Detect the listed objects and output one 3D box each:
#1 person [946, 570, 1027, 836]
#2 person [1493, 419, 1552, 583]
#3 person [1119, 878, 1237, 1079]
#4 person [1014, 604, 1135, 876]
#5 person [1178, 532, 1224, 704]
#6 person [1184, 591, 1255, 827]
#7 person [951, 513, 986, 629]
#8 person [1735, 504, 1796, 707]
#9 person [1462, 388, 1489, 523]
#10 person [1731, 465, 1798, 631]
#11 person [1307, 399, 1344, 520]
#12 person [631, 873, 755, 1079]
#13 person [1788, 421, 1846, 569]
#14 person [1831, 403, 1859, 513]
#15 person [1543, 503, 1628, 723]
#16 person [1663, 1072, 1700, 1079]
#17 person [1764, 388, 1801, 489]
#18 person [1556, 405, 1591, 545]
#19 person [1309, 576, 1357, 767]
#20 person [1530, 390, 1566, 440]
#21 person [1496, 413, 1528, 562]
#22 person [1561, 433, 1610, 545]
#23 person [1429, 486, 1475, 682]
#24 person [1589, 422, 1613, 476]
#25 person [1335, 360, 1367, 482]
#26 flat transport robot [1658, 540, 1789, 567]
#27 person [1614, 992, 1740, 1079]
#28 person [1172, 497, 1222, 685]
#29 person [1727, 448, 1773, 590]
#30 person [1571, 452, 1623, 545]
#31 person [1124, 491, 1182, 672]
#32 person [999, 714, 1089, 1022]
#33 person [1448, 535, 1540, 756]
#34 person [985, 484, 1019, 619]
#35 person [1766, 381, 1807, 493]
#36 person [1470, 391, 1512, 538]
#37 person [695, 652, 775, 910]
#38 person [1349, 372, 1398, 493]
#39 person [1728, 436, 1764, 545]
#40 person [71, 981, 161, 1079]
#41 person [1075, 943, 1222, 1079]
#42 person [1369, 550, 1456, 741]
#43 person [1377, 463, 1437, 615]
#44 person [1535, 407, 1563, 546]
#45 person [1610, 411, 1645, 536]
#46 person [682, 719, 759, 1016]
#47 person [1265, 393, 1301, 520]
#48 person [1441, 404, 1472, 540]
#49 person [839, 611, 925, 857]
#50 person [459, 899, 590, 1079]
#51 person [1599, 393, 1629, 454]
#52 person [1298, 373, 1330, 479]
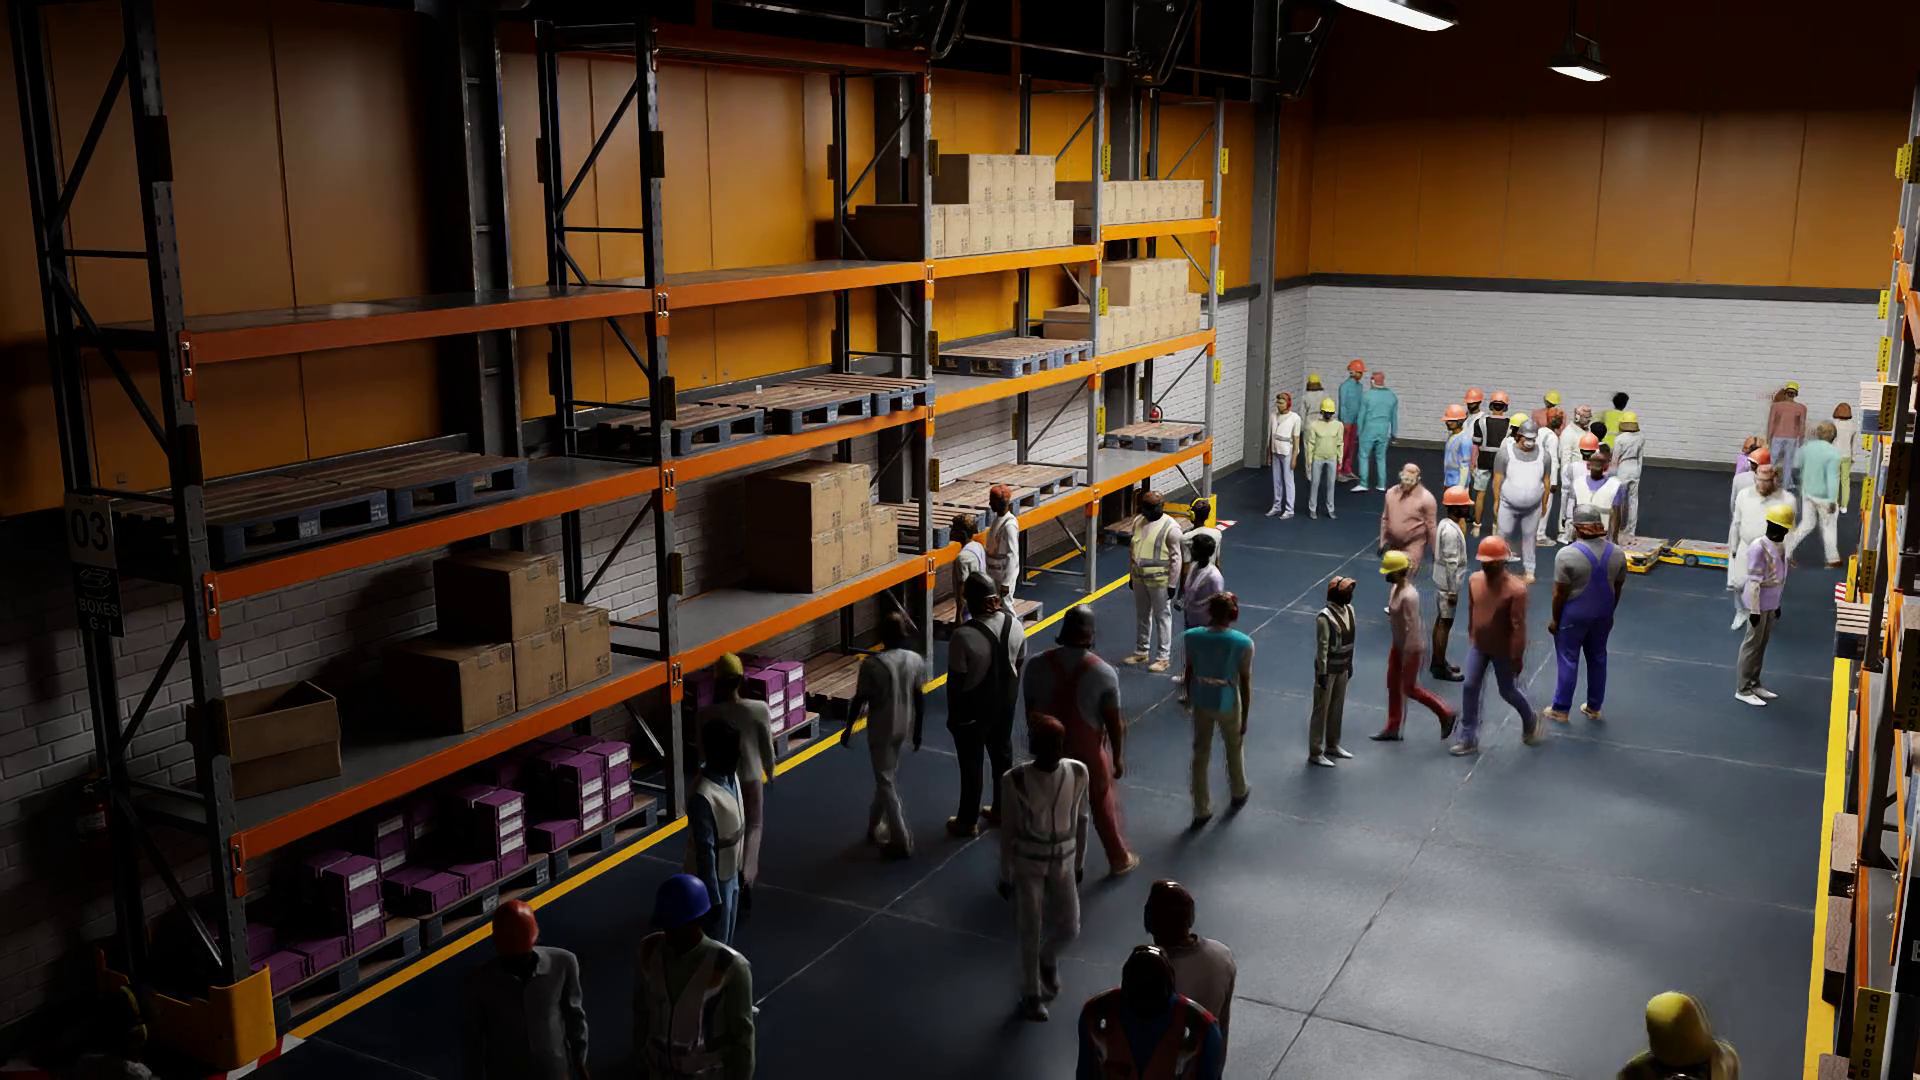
[{"bbox_3d":[0.148,1.216,12.663,0.681,2.000,0.535,-9,16,-36],"label":"person"},{"bbox_3d":[6.853,-0.487,20.289,0.684,2.000,0.537,2,13,8],"label":"person"},{"bbox_3d":[0.929,2.438,7.502,0.648,1.904,0.401,-9,16,-35],"label":"person"},{"bbox_3d":[0.829,1.405,11.820,0.868,2.000,0.580,3,13,15],"label":"person"},{"bbox_3d":[2.255,0.758,15.493,0.319,1.695,0.536,-4,13,-18],"label":"person"},{"bbox_3d":[2.036,1.269,12.963,0.571,1.808,0.901,6,14,23],"label":"person"},{"bbox_3d":[0.078,0.654,15.657,0.352,1.837,0.502,4,13,18],"label":"person"},{"bbox_3d":[7.615,0.598,15.710,0.381,1.917,0.585,12,17,43],"label":"person"},{"bbox_3d":[7.317,-1.211,23.788,0.388,1.930,0.544,-6,14,-25],"label":"person"},{"bbox_3d":[8.635,0.114,17.945,0.640,1.886,0.425,9,15,34],"label":"person"},{"bbox_3d":[5.257,-1.162,23.951,0.525,1.760,0.340,0,13,-1],"label":"person"},{"bbox_3d":[-1.214,2.412,7.515,0.602,1.949,0.395,5,14,22],"label":"person"},{"bbox_3d":[10.799,-0.556,20.965,0.896,1.892,0.695,-3,13,-12],"label":"person"},{"bbox_3d":[12.892,-1.200,24.398,0.504,1.632,0.269,-1,13,-3],"label":"person"},{"bbox_3d":[5.658,0.651,15.192,0.681,2.000,0.538,-3,13,-12],"label":"person"},{"bbox_3d":[2.471,2.780,5.892,0.365,1.939,0.636,-5,13,-21],"label":"person"},{"bbox_3d":[12.924,-1.571,26.126,0.499,1.603,0.751,-11,16,-40],"label":"person"},{"bbox_3d":[8.298,-0.874,22.364,0.653,1.896,0.400,-11,17,-40],"label":"person"},{"bbox_3d":[3.175,1.099,14.120,0.313,1.633,0.514,12,17,42],"label":"person"},{"bbox_3d":[8.851,-1.416,25.139,0.526,1.739,0.466,6,14,25],"label":"person"},{"bbox_3d":[7.121,-0.683,21.449,0.394,1.918,0.585,1,13,6],"label":"person"},{"bbox_3d":[7.394,-0.307,19.705,0.544,1.943,0.347,7,14,28],"label":"person"},{"bbox_3d":[4.861,0.419,16.455,0.352,1.942,0.545,2,13,10],"label":"person"},{"bbox_3d":[8.535,-0.738,22.247,0.545,1.672,0.390,-11,17,-40],"label":"person"},{"bbox_3d":[6.340,-1.931,26.896,0.630,1.979,0.418,-12,17,-42],"label":"person"},{"bbox_3d":[9.729,0.206,21.184,1.431,0.197,0.652,8,15,33],"label":"flat transport robot"},{"bbox_3d":[2.886,2.649,6.655,0.668,1.867,0.706,-2,13,-8],"label":"person"},{"bbox_3d":[2.310,0.501,16.252,0.514,1.872,0.328,-8,15,-33],"label":"person"},{"bbox_3d":[9.430,-0.230,19.789,0.342,1.748,0.572,-5,13,-20],"label":"person"},{"bbox_3d":[7.354,-0.133,19.225,0.576,1.817,0.860,10,16,37],"label":"person"},{"bbox_3d":[1.928,0.405,16.749,0.429,1.839,0.633,-11,16,-40],"label":"person"},{"bbox_3d":[0.498,1.930,9.867,0.581,1.872,0.438,-4,13,-16],"label":"person"},{"bbox_3d":[4.669,0.885,14.358,0.915,1.956,0.640,-9,16,-35],"label":"person"},{"bbox_3d":[0.418,0.359,16.857,0.355,1.884,0.575,-3,13,-14],"label":"person"},{"bbox_3d":[12.844,-1.590,25.885,0.533,1.753,0.342,5,13,20],"label":"person"},{"bbox_3d":[7.285,-1.021,22.720,0.615,2.028,0.409,3,13,12],"label":"person"},{"bbox_3d":[-1.540,1.650,11.415,0.531,1.738,0.741,0,13,-2],"label":"person"},{"bbox_3d":[6.451,-1.651,25.875,0.841,1.884,0.541,-4,13,-17],"label":"person"},{"bbox_3d":[10.099,-0.527,21.403,0.313,1.631,0.525,2,13,8],"label":"person"},{"bbox_3d":[-3.361,2.670,6.661,0.512,1.834,0.934,7,14,28],"label":"person"},{"bbox_3d":[0.785,2.569,7.090,0.624,1.835,0.431,3,13,14],"label":"person"},{"bbox_3d":[3.987,0.940,14.594,0.668,1.728,0.572,-1,13,-3],"label":"person"},{"bbox_3d":[4.949,0.046,18.338,0.592,1.861,0.696,-8,15,-31],"label":"person"},{"bbox_3d":[7.858,-0.847,22.278,0.374,1.878,0.591,0,13,-1],"label":"person"},{"bbox_3d":[9.138,-0.908,22.864,0.485,1.737,0.320,-4,13,-17],"label":"person"},{"bbox_3d":[-1.402,1.953,9.643,0.391,1.918,0.593,1,13,5],"label":"person"},{"bbox_3d":[4.687,-1.222,24.035,0.391,1.838,0.561,-8,15,-32],"label":"person"},{"bbox_3d":[6.357,-0.739,21.444,0.416,2.035,0.609,-1,13,-4],"label":"person"},{"bbox_3d":[-0.550,1.418,12.271,0.581,1.811,0.640,-8,15,-33],"label":"person"},{"bbox_3d":[-2.007,2.470,7.731,0.582,1.737,0.354,-6,14,-24],"label":"person"},{"bbox_3d":[10.001,-1.436,25.405,0.538,1.641,0.876,9,15,35],"label":"person"},{"bbox_3d":[5.761,-1.869,27.179,0.500,1.725,0.576,1,13,6],"label":"person"}]
